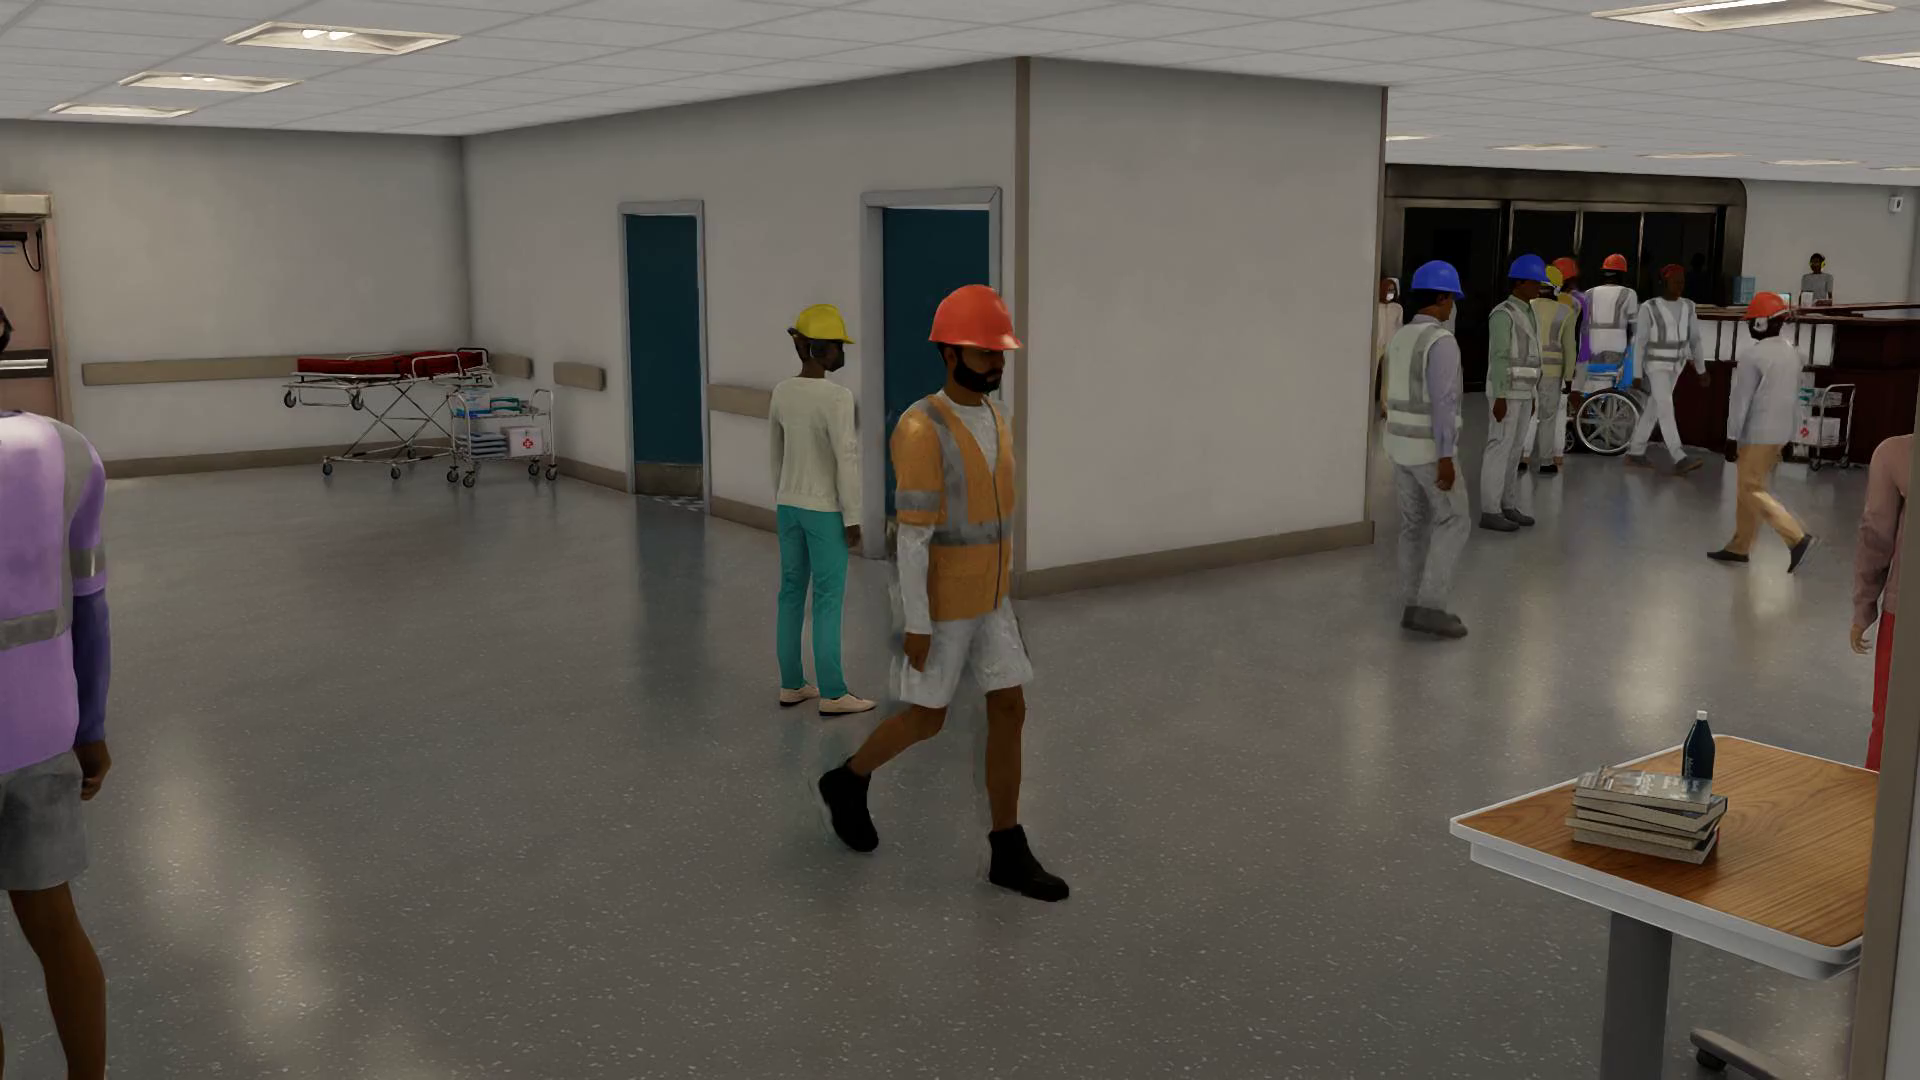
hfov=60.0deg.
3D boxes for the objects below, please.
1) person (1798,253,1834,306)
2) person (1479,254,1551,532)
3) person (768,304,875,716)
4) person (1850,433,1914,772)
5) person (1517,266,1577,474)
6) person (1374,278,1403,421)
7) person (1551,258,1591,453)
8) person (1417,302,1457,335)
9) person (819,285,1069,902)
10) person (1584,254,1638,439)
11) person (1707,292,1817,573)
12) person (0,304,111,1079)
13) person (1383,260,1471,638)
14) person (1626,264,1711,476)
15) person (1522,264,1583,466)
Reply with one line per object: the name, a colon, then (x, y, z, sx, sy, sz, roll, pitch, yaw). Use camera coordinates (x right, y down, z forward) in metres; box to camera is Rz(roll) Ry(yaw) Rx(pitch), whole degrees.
person: (13.291, -3.524, 25.907, 0.314, 1.869, 0.536, -8, 13, -39)
person: (3.930, -1.039, 11.769, 0.409, 1.943, 0.615, 8, 13, 39)
person: (-0.612, -0.128, 7.180, 0.329, 1.765, 0.526, -10, 14, -44)
person: (3.014, 0.246, 5.079, 0.533, 1.765, 0.326, 7, 12, 33)
person: (5.107, -1.483, 14.608, 0.596, 1.828, 0.403, 8, 13, 38)
person: (4.819, -2.161, 18.965, 0.504, 1.627, 0.285, -3, 10, -14)
person: (5.815, -1.749, 15.929, 0.610, 1.882, 0.584, 0, 10, -2)
person: (4.022, -1.417, 14.155, 0.336, 1.861, 0.496, -4, 11, -21)
person: (-0.072, 0.152, 5.239, 0.884, 1.908, 0.554, 7, 13, 36)
person: (6.811, -2.016, 17.350, 0.841, 1.901, 0.552, -9, 14, -42)
person: (5.014, -0.662, 10.282, 0.570, 1.727, 0.720, -7, 12, -33)
person: (-2.041, 0.408, 3.438, 0.404, 2.030, 0.612, 4, 11, 19)
person: (2.416, -0.462, 8.570, 0.456, 1.930, 0.629, -2, 10, -11)
person: (6.265, -1.498, 14.648, 0.599, 1.829, 0.976, -4, 11, -22)
person: (5.334, -1.588, 15.187, 0.626, 1.836, 0.431, -1, 10, -6)
